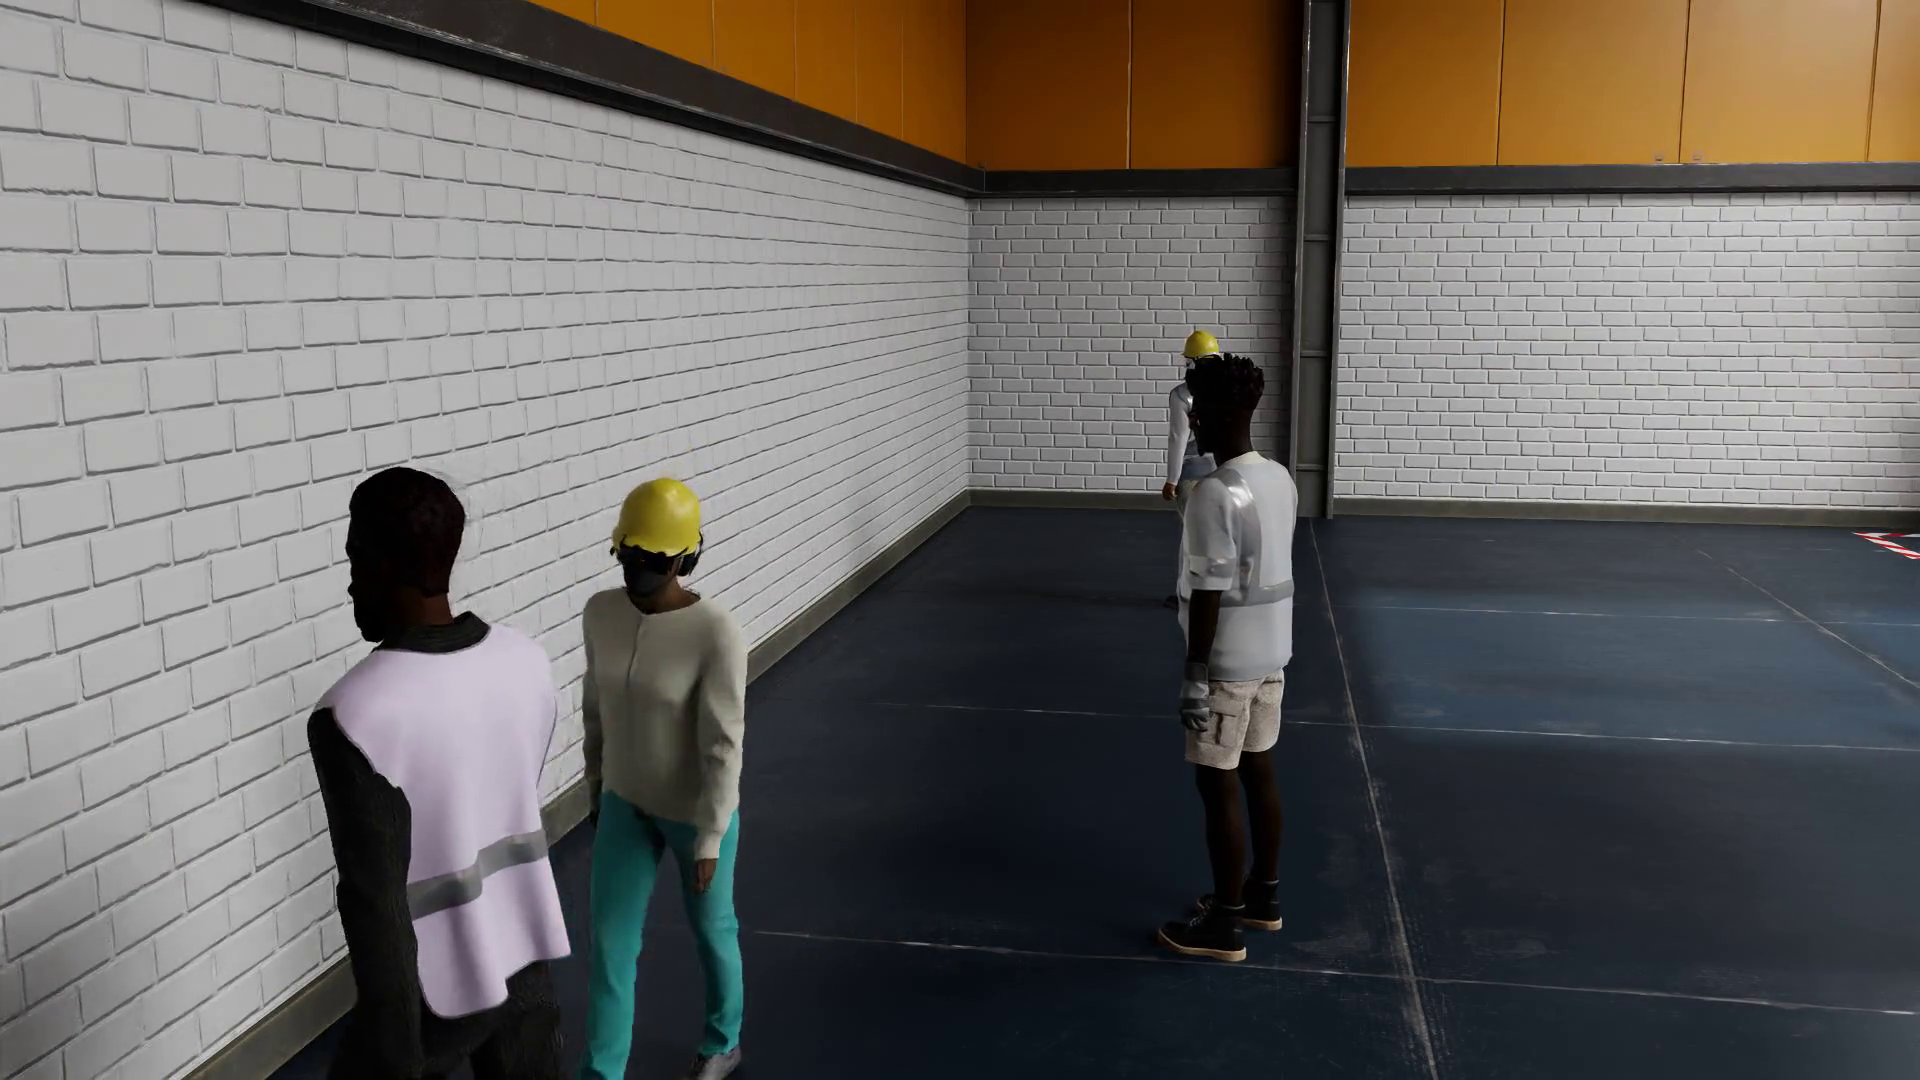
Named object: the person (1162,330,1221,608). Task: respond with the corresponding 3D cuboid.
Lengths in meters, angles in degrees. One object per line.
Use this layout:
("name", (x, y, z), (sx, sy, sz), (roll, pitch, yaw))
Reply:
("person", (1.572, -0.454, 10.938), (0.589, 1.834, 0.403), (-6, 11, -33))

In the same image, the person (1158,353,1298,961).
("person", (0.885, 0.373, 5.430), (0.375, 1.958, 0.606), (6, 11, 33))

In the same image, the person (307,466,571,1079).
("person", (-1.040, 0.790, 3.150), (1.028, 1.855, 0.600), (4, 10, 25))

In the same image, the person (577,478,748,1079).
("person", (-0.767, 0.689, 4.184), (0.548, 1.717, 0.801), (4, 10, 23))
